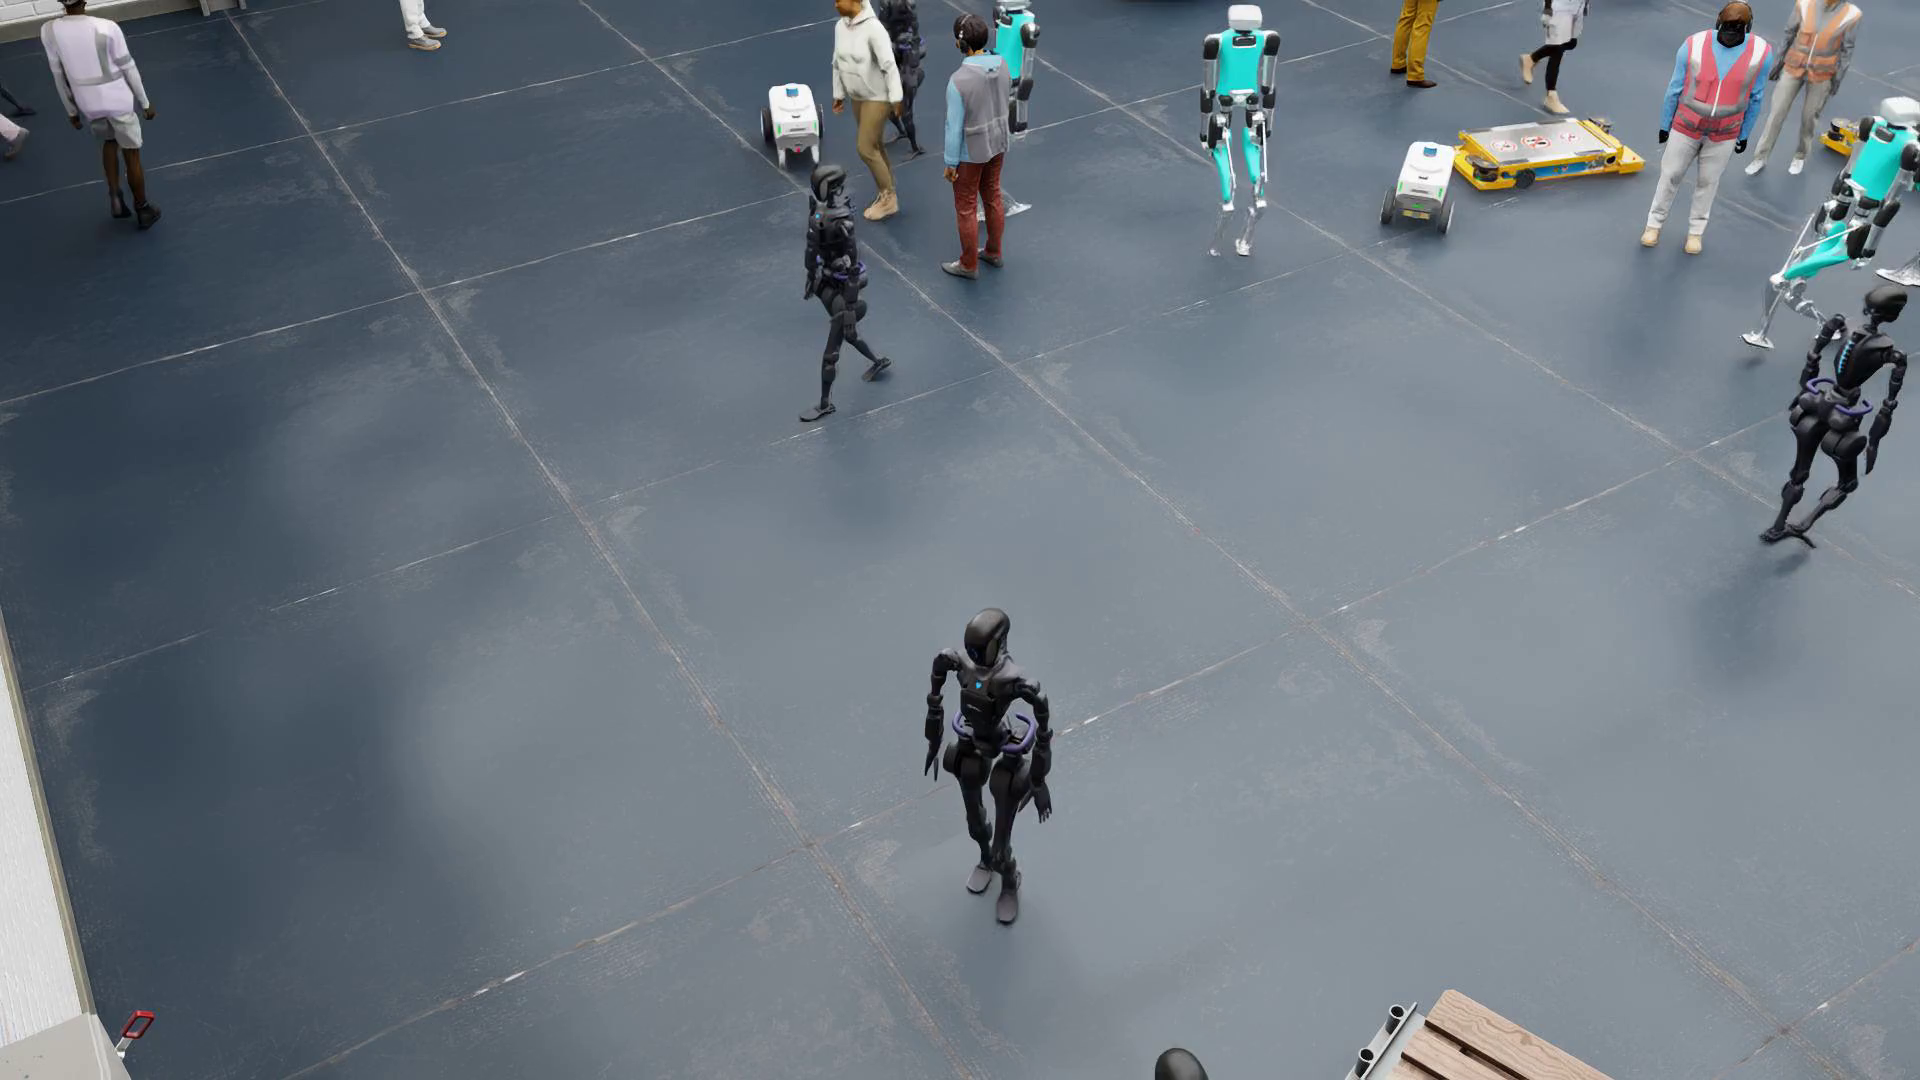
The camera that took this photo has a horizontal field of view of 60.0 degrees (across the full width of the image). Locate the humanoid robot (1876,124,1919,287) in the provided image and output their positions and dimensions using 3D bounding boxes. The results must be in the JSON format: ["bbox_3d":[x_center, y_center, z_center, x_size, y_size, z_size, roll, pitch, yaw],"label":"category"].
[{"bbox_3d":[6.688,-2.449,11.173,0.534,1.758,0.747,-8,39,-10],"label":"humanoid robot"}]

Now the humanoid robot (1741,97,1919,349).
[{"bbox_3d":[5.447,-1.933,10.593,1.039,1.751,0.530,-7,39,-9],"label":"humanoid robot"}]

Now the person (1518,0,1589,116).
[{"bbox_3d":[4.959,-4.419,13.729,0.541,1.678,0.656,-24,44,-27],"label":"person"}]

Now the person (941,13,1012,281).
[{"bbox_3d":[0.123,-2.652,11.350,0.542,1.870,0.418,-32,48,-33],"label":"person"}]

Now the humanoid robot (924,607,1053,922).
[{"bbox_3d":[0.123,0.918,7.001,0.615,1.643,0.369,17,42,20],"label":"humanoid robot"}]

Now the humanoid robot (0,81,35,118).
[{"bbox_3d":[-8.012,-4.075,13.339,0.600,1.620,0.669,15,41,18],"label":"humanoid robot"}]

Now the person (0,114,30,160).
[{"bbox_3d":[-7.805,-3.836,12.882,0.690,1.818,0.597,-2,38,-3],"label":"person"}]

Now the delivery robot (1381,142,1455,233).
[{"bbox_3d":[3.473,-2.684,12.433,0.499,0.575,0.759,13,40,15],"label":"delivery robot"}]

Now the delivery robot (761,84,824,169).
[{"bbox_3d":[-1.328,-3.348,13.299,0.499,0.611,0.814,-6,39,-8],"label":"delivery robot"}]

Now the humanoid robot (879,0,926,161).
[{"bbox_3d":[-0.444,-3.725,12.871,0.374,1.644,0.608,-21,43,-25],"label":"humanoid robot"}]

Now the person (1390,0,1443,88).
[{"bbox_3d":[3.955,-4.733,14.066,0.345,1.755,0.524,-9,39,-11],"label":"person"}]

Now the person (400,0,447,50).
[{"bbox_3d":[-4.899,-5.308,14.691,0.341,1.879,0.584,-1,38,-1],"label":"person"}]

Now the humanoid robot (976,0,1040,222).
[{"bbox_3d":[0.183,-3.035,11.969,0.849,1.793,0.552,-17,42,-20],"label":"humanoid robot"}]

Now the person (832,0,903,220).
[{"bbox_3d":[-0.667,-3.186,12.142,0.497,1.727,0.578,-28,46,-30],"label":"person"}]

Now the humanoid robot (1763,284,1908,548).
[{"bbox_3d":[4.738,-0.673,9.007,0.346,1.654,0.591,-17,41,-20],"label":"humanoid robot"}]

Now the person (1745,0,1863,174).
[{"bbox_3d":[6.483,-3.570,12.714,0.528,1.641,0.443,25,45,28],"label":"person"}]

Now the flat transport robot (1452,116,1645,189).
[{"bbox_3d":[4.605,-3.058,13.150,1.431,0.231,0.659,-9,39,-11],"label":"flat transport robot"}]

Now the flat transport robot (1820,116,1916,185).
[{"bbox_3d":[7.583,-2.990,13.064,0.659,0.231,1.431,-18,42,-21],"label":"flat transport robot"}]

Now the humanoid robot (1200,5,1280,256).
[{"bbox_3d":[1.957,-2.761,11.604,0.543,1.795,0.683,-4,39,-5],"label":"humanoid robot"}]

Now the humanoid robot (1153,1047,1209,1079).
[{"bbox_3d":[0.641,2.174,5.454,0.594,1.628,0.780,-16,41,-19],"label":"humanoid robot"}]

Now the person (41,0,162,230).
[{"bbox_3d":[-6.118,-3.156,11.941,0.558,1.920,0.409,-1,38,-1],"label":"person"}]

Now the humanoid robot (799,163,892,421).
[{"bbox_3d":[-0.721,-1.562,10.169,0.773,1.636,0.586,-24,44,-27],"label":"humanoid robot"}]

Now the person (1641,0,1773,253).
[{"bbox_3d":[5.238,-2.894,11.690,0.629,1.836,0.431,13,40,16],"label":"person"}]
